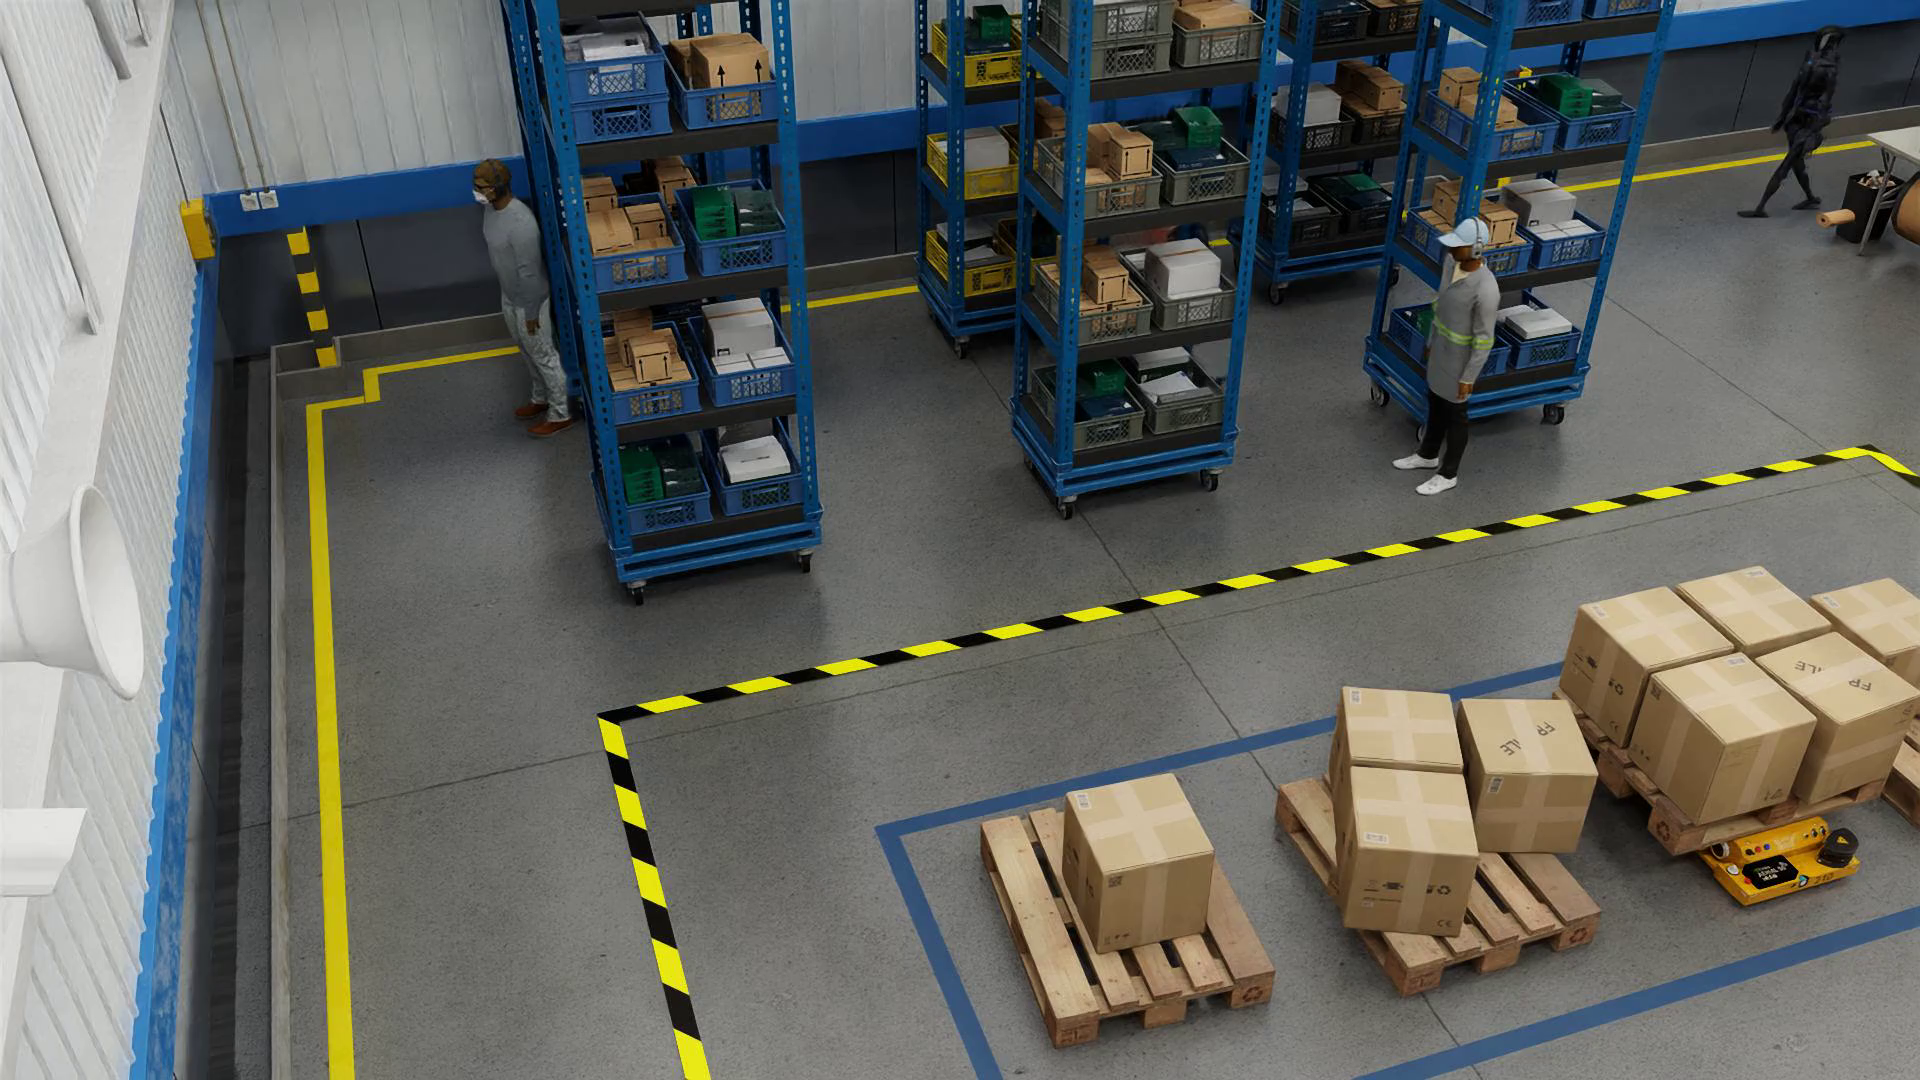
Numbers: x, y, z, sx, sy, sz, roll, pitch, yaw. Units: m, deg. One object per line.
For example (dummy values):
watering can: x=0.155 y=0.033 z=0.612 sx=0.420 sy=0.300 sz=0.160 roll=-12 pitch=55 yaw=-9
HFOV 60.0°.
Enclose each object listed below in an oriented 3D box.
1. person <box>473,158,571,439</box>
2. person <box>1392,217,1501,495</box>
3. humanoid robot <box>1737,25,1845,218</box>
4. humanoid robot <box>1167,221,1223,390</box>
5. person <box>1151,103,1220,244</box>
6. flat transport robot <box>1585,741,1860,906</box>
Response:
person: x=-2.859 y=-1.582 z=10.865 sx=0.379 sy=1.931 sz=0.621 roll=-20 pitch=40 yaw=-26
person: x=3.028 y=-1.132 z=10.287 sx=0.399 sy=1.852 sz=0.589 roll=-7 pitch=36 yaw=-9
humanoid robot: x=7.010 y=-3.457 z=13.775 sx=0.779 sy=1.630 sz=0.602 roll=-2 pitch=35 yaw=-3
humanoid robot: x=1.550 y=-1.548 z=11.031 sx=0.442 sy=1.644 sz=0.600 roll=4 pitch=35 yaw=6
person: x=1.545 y=-2.136 z=11.642 sx=0.482 sy=1.935 sz=0.604 roll=-2 pitch=35 yaw=-3
flat transport robot: x=3.738 y=1.188 z=8.347 sx=0.652 sy=0.197 sz=1.431 roll=-11 pitch=37 yaw=-15
